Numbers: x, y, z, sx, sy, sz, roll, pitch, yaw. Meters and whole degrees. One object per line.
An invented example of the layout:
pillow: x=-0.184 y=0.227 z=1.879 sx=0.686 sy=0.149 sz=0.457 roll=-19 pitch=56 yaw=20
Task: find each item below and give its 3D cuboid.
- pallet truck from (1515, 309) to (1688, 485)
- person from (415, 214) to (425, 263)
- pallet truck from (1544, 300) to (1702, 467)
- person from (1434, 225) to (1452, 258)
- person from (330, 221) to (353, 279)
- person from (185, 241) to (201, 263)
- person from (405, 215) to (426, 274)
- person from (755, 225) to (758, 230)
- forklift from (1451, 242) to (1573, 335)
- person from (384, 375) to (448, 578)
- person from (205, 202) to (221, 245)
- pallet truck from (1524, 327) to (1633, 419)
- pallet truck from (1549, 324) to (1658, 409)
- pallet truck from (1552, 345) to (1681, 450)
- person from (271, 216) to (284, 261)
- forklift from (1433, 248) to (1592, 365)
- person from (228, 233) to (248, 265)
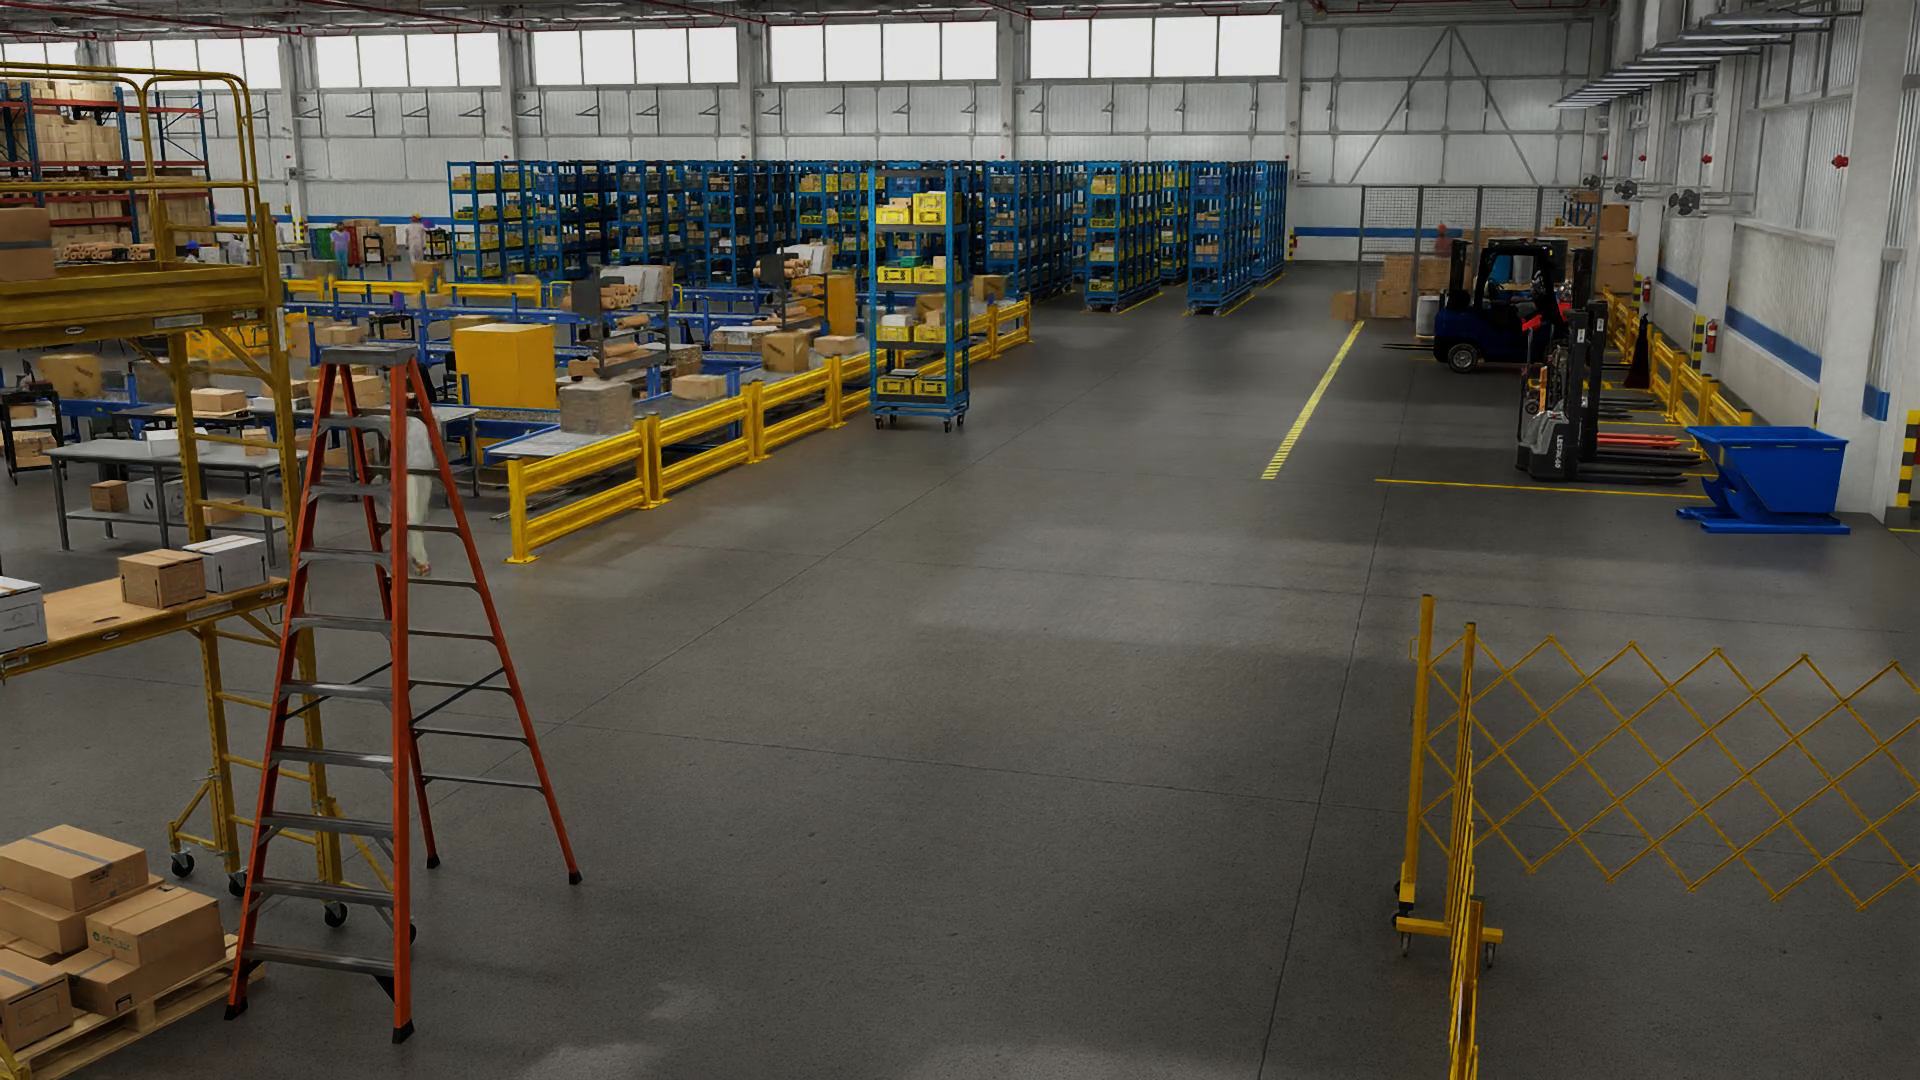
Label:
pallet truck: x=7.554 y=-1.677 z=19.446 sx=1.885 sy=1.965 sz=0.823 roll=3 pitch=13 yaw=14
person: x=-19.255 y=-10.718 z=59.077 sx=0.354 sy=1.735 sz=0.485 roll=12 pitch=18 yaw=43
pallet truck: x=8.263 y=-1.952 z=20.631 sx=1.885 sy=1.965 sz=0.823 roll=5 pitch=14 yaw=20
person: x=13.081 y=-7.546 z=44.945 sx=0.604 sy=1.945 sz=1.050 roll=11 pitch=17 yaw=40
person: x=-18.487 y=-8.606 z=49.731 sx=0.611 sy=1.826 sz=0.463 roll=-7 pitch=15 yaw=-29
person: x=-16.614 y=-5.516 z=36.130 sx=0.389 sy=1.949 sz=0.604 roll=-5 pitch=14 yaw=-19
person: x=-17.492 y=-9.499 z=53.488 sx=0.645 sy=1.881 sz=0.765 roll=-5 pitch=14 yaw=-22
person: x=-6.564 y=-9.608 z=54.231 sx=0.590 sy=1.774 sz=0.931 roll=2 pitch=13 yaw=10
forklift: x=10.464 y=-4.597 z=31.405 sx=2.680 sy=1.987 sz=1.157 roll=4 pitch=14 yaw=16
person: x=-4.871 y=-0.568 z=15.021 sx=0.556 sy=1.824 sz=0.931 roll=-8 pitch=15 yaw=-31
person: x=-30.182 y=-12.664 z=67.079 sx=0.696 sy=1.916 sz=0.554 roll=5 pitch=14 yaw=21
pallet truck: x=9.065 y=-2.460 z=24.370 sx=1.522 sy=1.261 sz=0.704 roll=3 pitch=13 yaw=14
pallet truck: x=9.824 y=-2.669 z=25.407 sx=1.601 sy=1.201 sz=0.680 roll=4 pitch=14 yaw=16
pallet truck: x=8.641 y=-1.896 z=21.908 sx=1.630 sy=1.274 sz=0.653 roll=4 pitch=14 yaw=16
person: x=-23.356 y=-10.189 z=56.775 sx=0.580 sy=1.732 sz=0.436 roll=-8 pitch=15 yaw=-32
forklift: x=9.780 y=-4.111 z=29.280 sx=2.680 sy=1.987 sz=1.157 roll=3 pitch=13 yaw=14
person: x=-19.207 y=-7.360 z=44.376 sx=0.592 sy=1.822 sz=0.404 roll=7 pitch=15 yaw=27
